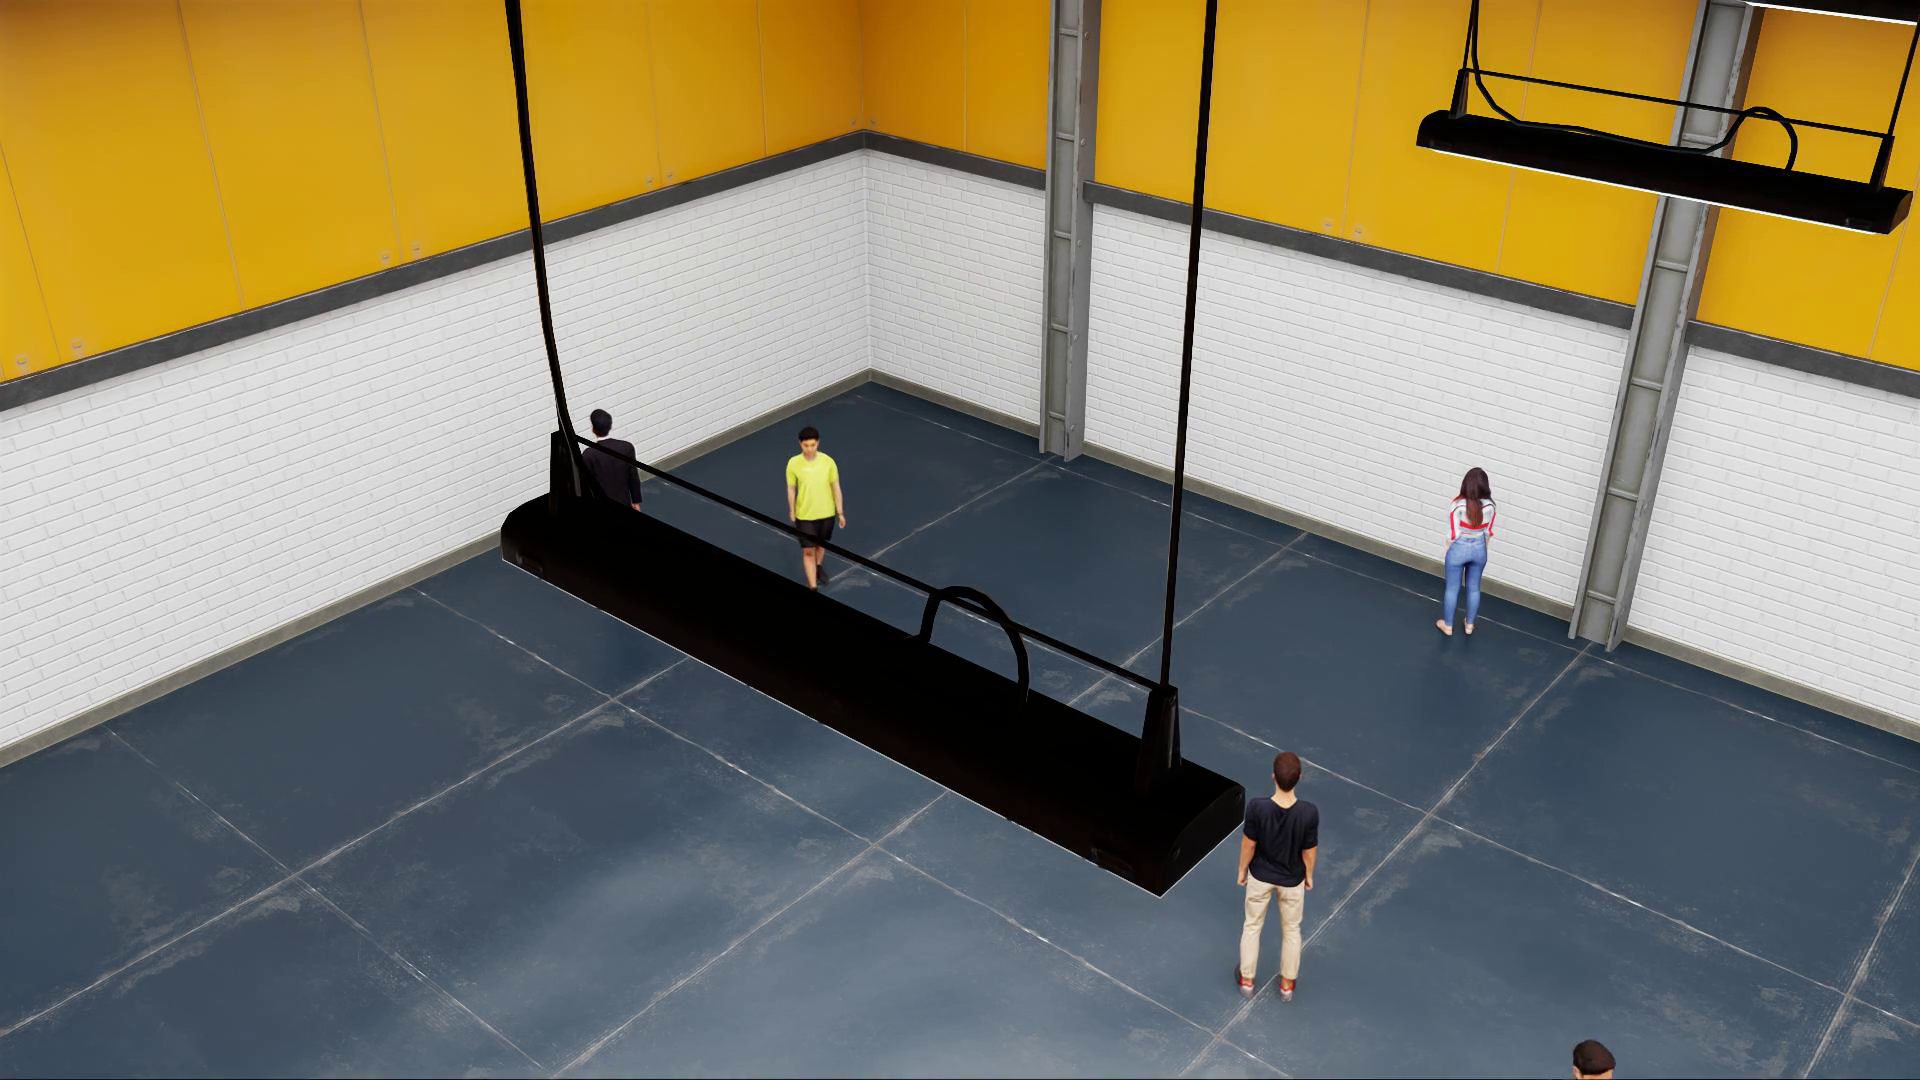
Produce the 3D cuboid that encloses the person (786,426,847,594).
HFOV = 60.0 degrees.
[{"bbox_3d":[-1.353,-0.300,15.360,1.007,1.664,1.156,-8,30,-14],"label":"person"}]

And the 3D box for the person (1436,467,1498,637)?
[{"bbox_3d":[4.478,0.101,14.679,0.642,1.612,0.717,0,29,-1],"label":"person"}]

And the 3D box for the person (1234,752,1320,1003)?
[{"bbox_3d":[2.031,2.159,10.660,0.666,1.850,0.777,4,29,8],"label":"person"}]

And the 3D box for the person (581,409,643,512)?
[{"bbox_3d":[-3.182,-0.317,15.164,0.754,1.882,0.644,-19,34,-31],"label":"person"}]
